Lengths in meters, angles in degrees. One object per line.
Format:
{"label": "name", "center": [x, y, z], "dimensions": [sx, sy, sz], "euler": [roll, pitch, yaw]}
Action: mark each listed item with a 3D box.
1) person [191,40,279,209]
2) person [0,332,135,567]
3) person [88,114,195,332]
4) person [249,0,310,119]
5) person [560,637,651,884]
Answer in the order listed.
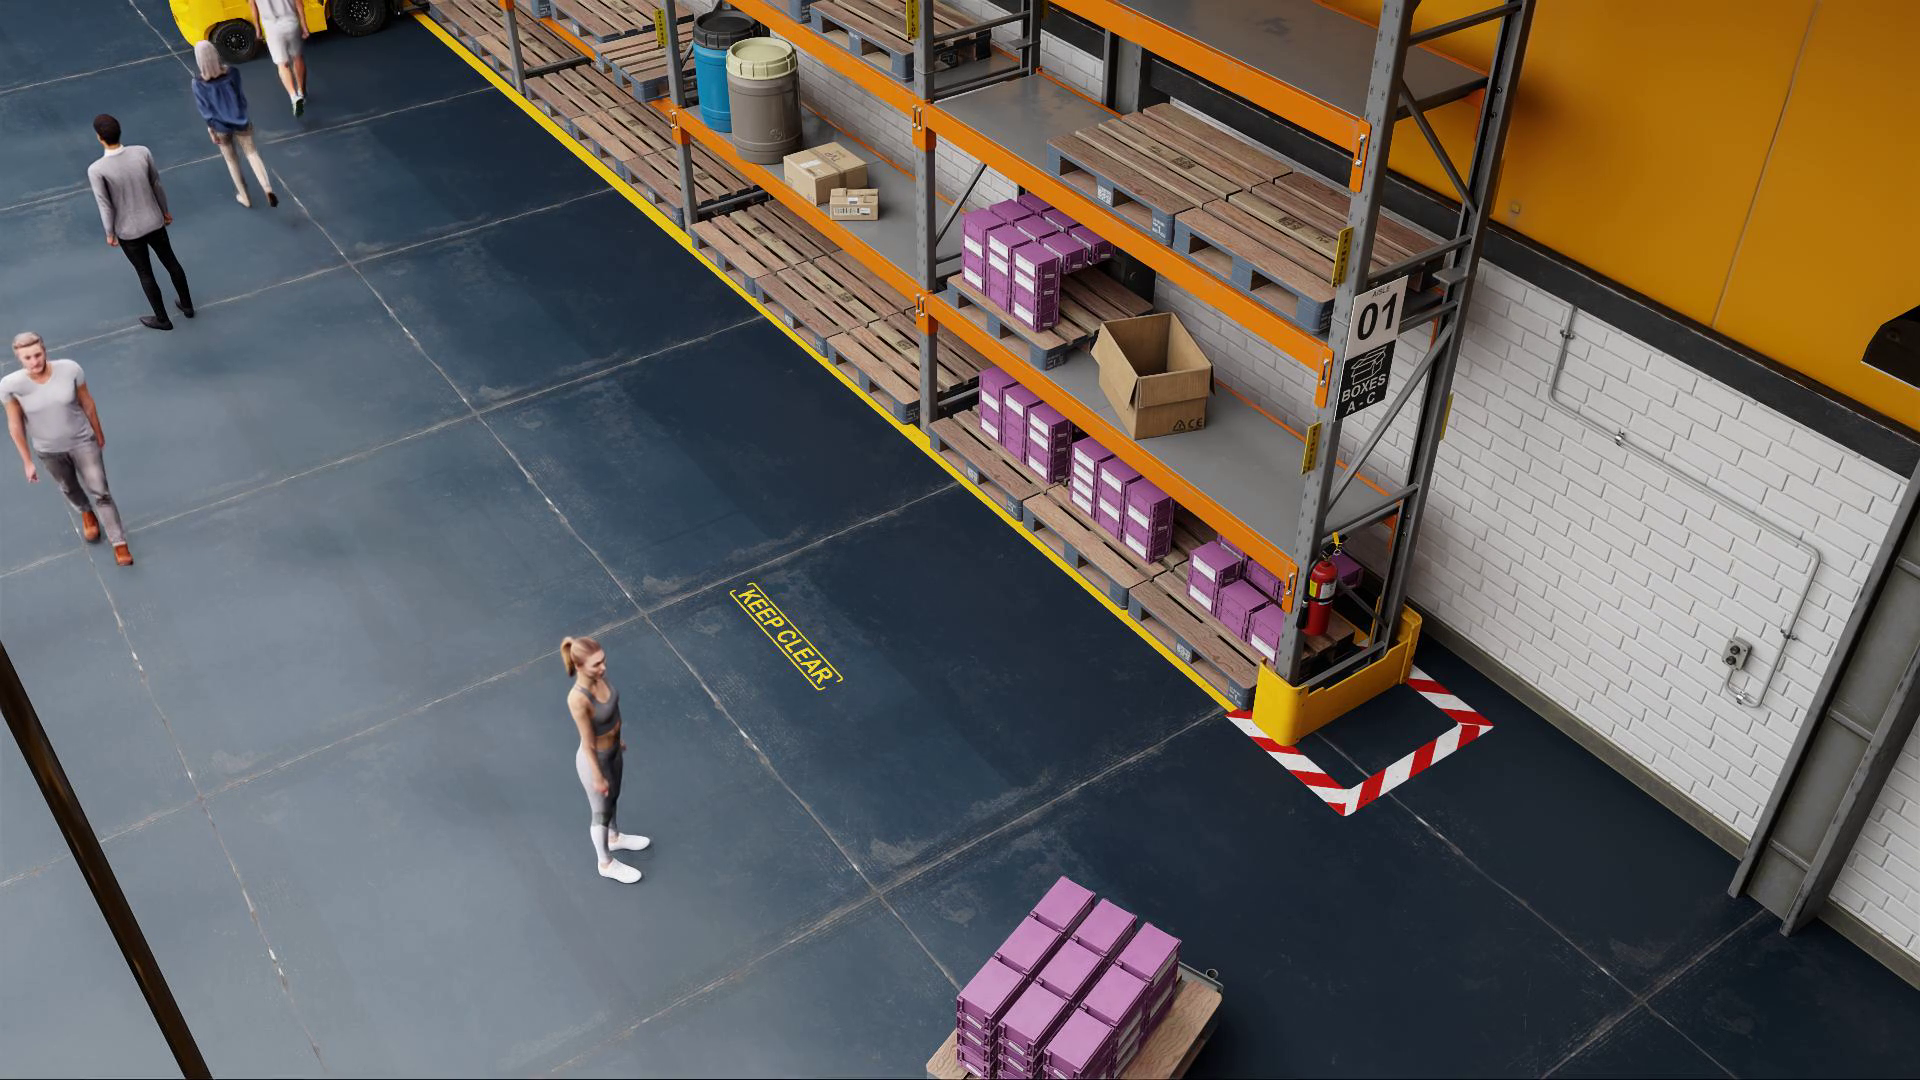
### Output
{"label": "person", "center": [-6.822, -3.864, 15.663], "dimensions": [0.663, 1.683, 0.941], "euler": [-28, 47, -31]}
{"label": "person", "center": [-6.274, -0.703, 11.628], "dimensions": [0.765, 1.781, 1.144], "euler": [-19, 42, -22]}
{"label": "person", "center": [-6.893, -2.670, 13.975], "dimensions": [0.766, 1.923, 0.819], "euler": [24, 44, 27]}
{"label": "person", "center": [-7.092, -5.338, 17.391], "dimensions": [0.853, 1.830, 1.180], "euler": [-14, 41, -17]}
{"label": "person", "center": [-2.014, 1.208, 9.294], "dimensions": [0.706, 1.707, 0.632], "euler": [3, 39, 4]}
